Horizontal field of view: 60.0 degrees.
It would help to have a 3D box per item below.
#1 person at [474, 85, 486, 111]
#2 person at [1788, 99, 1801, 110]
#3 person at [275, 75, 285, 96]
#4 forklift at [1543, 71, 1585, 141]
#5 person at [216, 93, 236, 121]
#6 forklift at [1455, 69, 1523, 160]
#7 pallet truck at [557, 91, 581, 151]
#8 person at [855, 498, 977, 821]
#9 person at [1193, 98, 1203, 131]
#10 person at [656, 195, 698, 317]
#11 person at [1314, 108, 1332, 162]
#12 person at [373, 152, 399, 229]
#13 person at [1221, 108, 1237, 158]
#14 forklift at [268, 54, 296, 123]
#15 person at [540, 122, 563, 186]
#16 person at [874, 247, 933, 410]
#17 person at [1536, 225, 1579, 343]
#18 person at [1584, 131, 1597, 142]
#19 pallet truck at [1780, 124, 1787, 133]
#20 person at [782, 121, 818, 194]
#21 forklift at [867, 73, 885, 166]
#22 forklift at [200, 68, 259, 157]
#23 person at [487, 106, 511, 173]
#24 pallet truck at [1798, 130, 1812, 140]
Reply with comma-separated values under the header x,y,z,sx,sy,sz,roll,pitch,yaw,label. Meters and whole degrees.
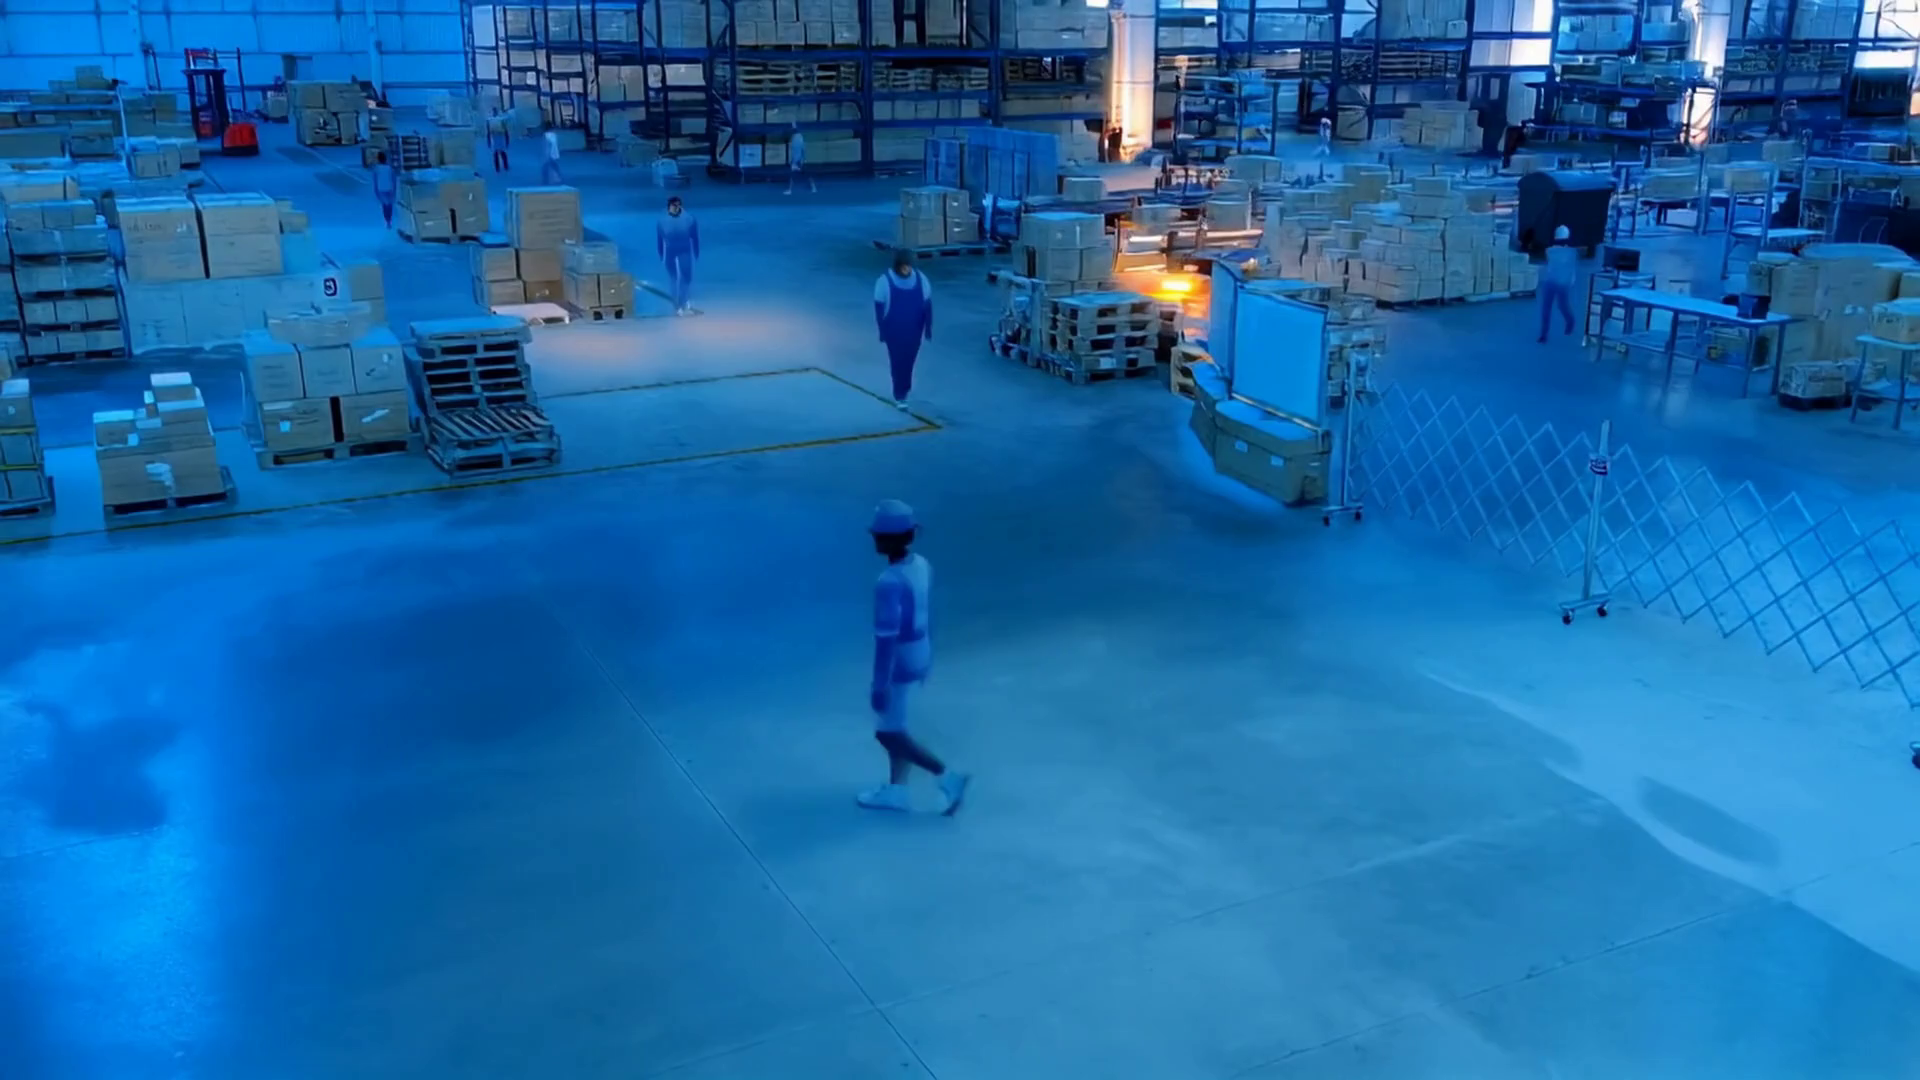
x,y,z,sx,sy,sz,roll,pitch,yaw,label
-18.371,-16.425,63.629,0.676,1.891,0.431,16,24,41,person
28.216,-14.022,56.331,0.604,1.783,0.949,-7,19,-22,person
-29.627,-19.305,72.565,0.444,1.920,0.649,-6,19,-17,person
18.685,-13.231,52.085,1.873,2.768,1.129,-9,20,-26,forklift
-25.064,-14.296,56.830,0.623,1.993,0.384,-9,20,-26,person
17.204,-13.739,53.667,1.873,2.768,1.129,-9,20,-26,forklift
-13.495,-14.412,57.188,0.823,1.965,1.885,-3,18,-9,pallet truck
-0.277,0.745,9.885,0.723,2.028,0.612,5,19,16,person
9.397,-17.218,66.110,0.630,1.889,0.668,-5,19,-16,person
-4.484,-4.492,26.380,0.641,1.922,0.464,-1,18,-4,person
11.571,-12.844,52.799,0.469,1.679,0.544,3,18,11,person
-12.802,-7.799,37.104,0.519,1.660,0.843,-2,18,-6,person
8.732,-13.167,53.865,0.533,1.646,0.889,-12,21,-32,person
-28.361,-19.144,70.516,1.873,2.768,1.129,-9,20,-26,forklift
-10.843,-10.000,43.604,0.899,1.880,0.629,2,18,7,person
-0.658,-2.663,20.491,0.680,2.000,1.050,-7,19,-21,person
8.826,-3.769,24.433,0.604,1.739,0.546,-16,24,-41,person
18.659,-11.879,49.462,0.971,1.907,0.597,4,18,13,person
25.206,-12.542,52.601,1.601,1.201,0.680,0,18,-2,pallet truck
-4.231,-10.052,43.756,0.893,1.908,0.553,0,18,0,person
-2.574,-13.046,51.508,1.873,2.768,1.129,-9,20,-26,forklift
-24.369,-14.147,54.940,1.873,2.768,1.129,-9,20,-26,forklift
-13.741,-11.945,49.574,0.638,1.941,0.774,0,18,-1,person
25.526,-11.556,49.408,1.630,1.274,0.653,-9,20,-26,pallet truck
